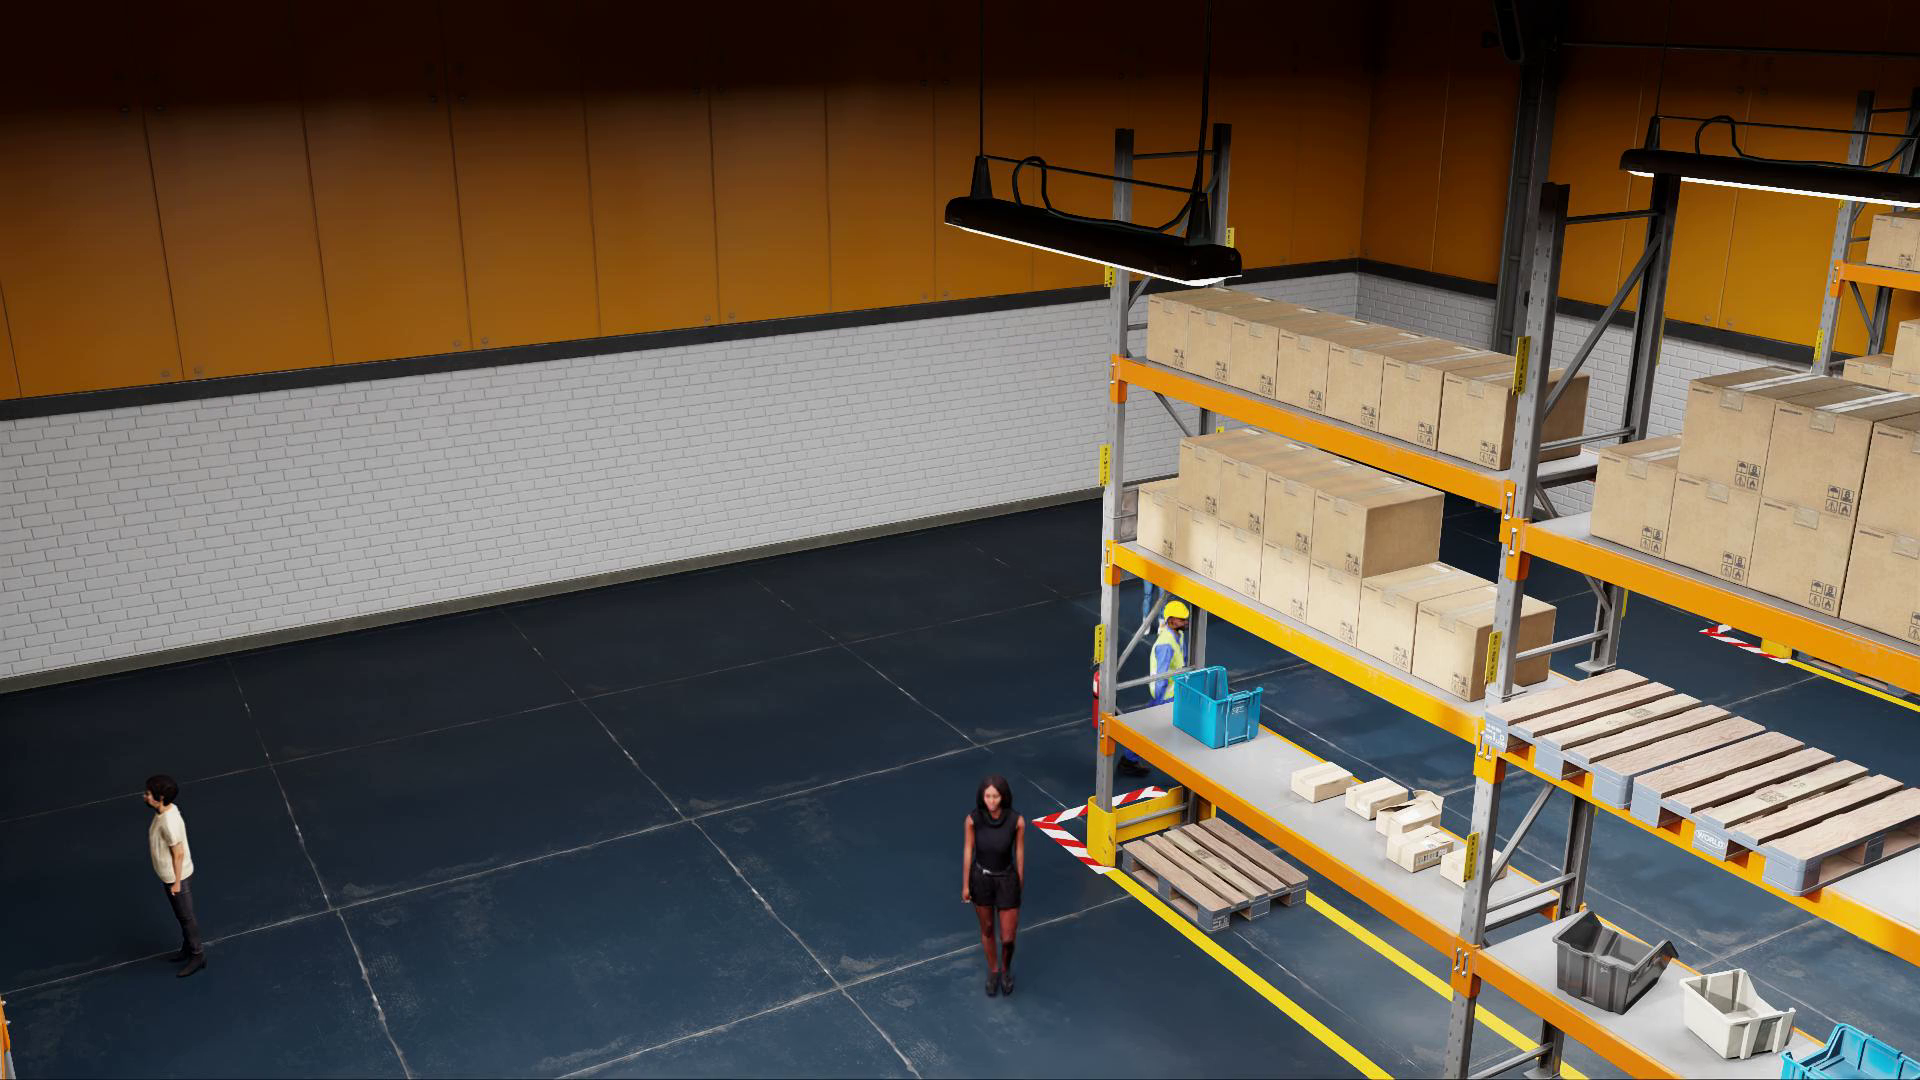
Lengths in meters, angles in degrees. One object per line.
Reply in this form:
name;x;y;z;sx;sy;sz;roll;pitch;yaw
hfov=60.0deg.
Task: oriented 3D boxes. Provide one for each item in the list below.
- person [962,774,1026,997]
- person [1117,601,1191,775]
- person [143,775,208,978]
person;0.254;2.464;12.022;0.725;1.724;0.775;2;19;6
person;1.800;1.388;15.162;1.243;1.759;1.240;3;19;10
person;-5.787;2.453;12.267;0.647;1.587;0.403;-10;21;-28
